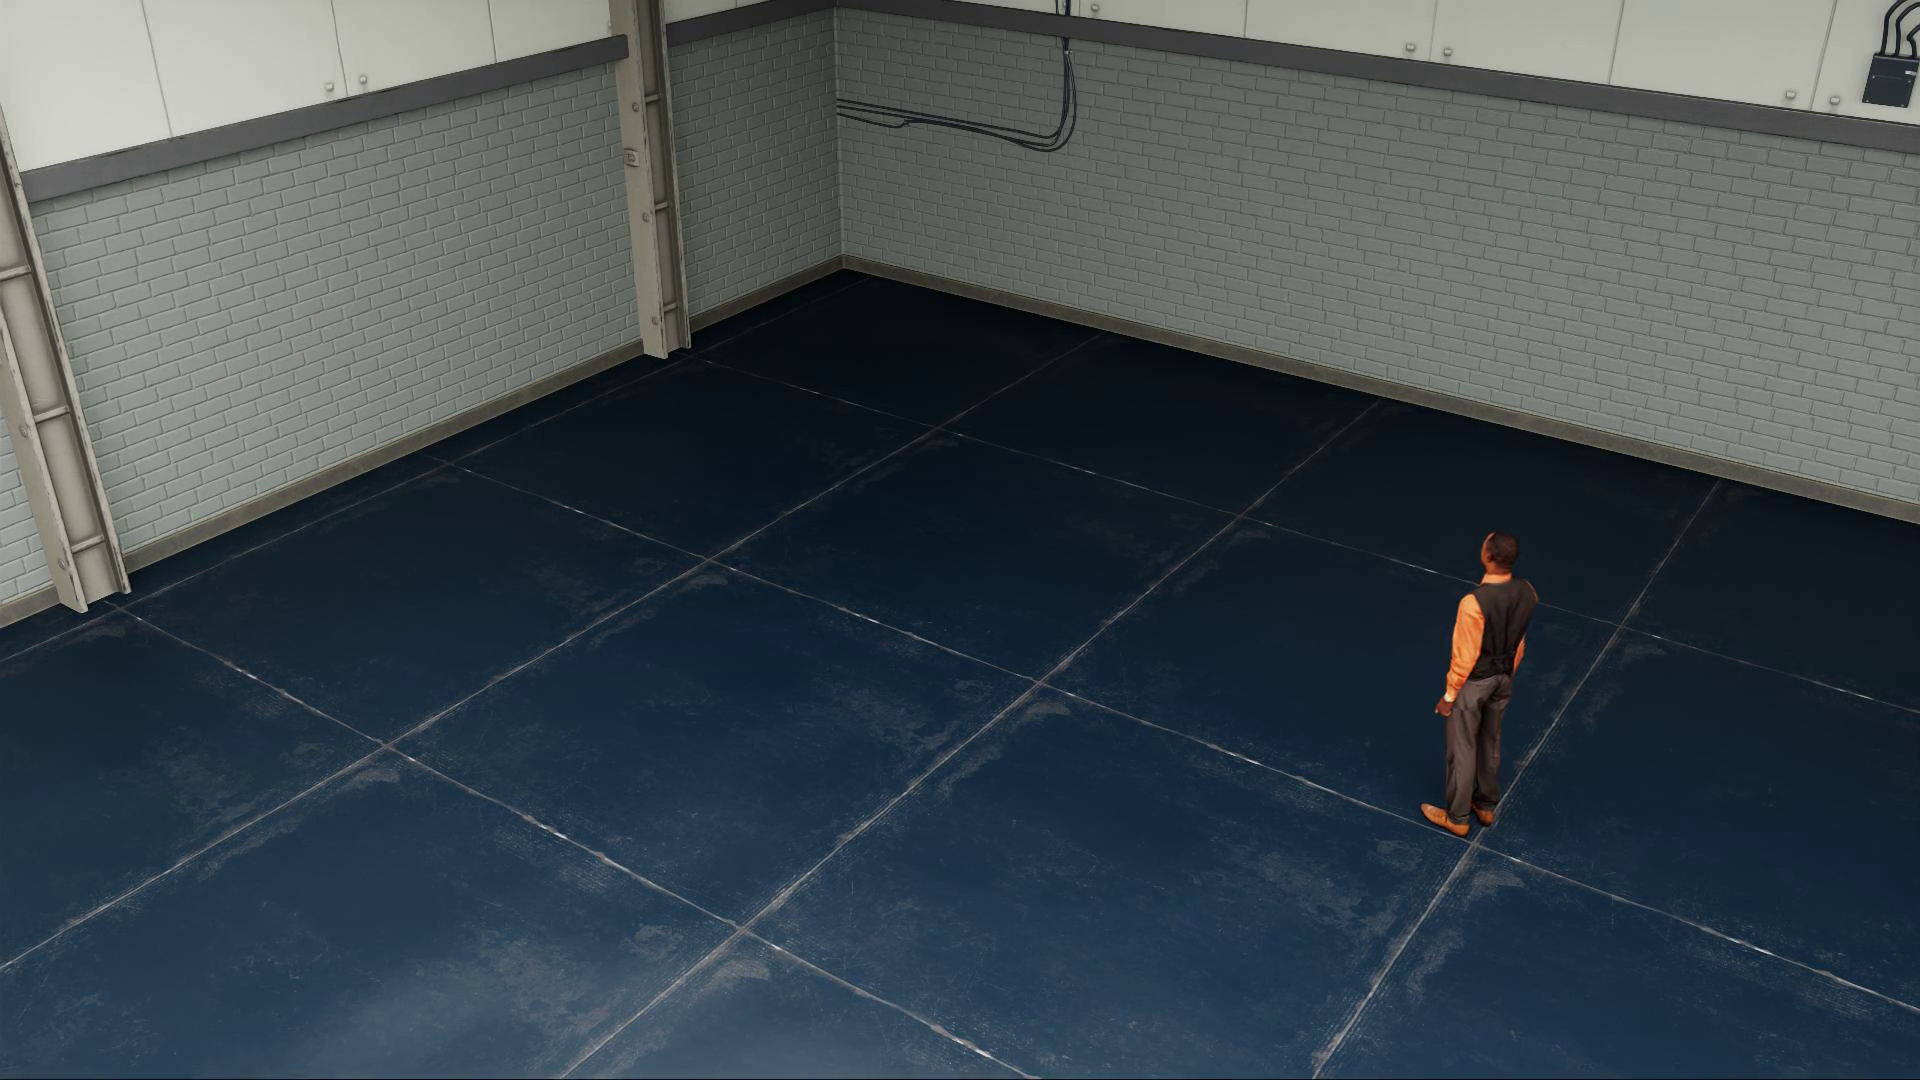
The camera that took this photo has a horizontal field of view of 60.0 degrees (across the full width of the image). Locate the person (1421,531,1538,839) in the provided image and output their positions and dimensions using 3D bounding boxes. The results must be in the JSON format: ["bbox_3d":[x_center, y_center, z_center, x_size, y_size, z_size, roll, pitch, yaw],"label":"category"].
[{"bbox_3d":[2.961,0.818,9.436,0.724,1.907,0.854,-14,31,-24],"label":"person"}]
